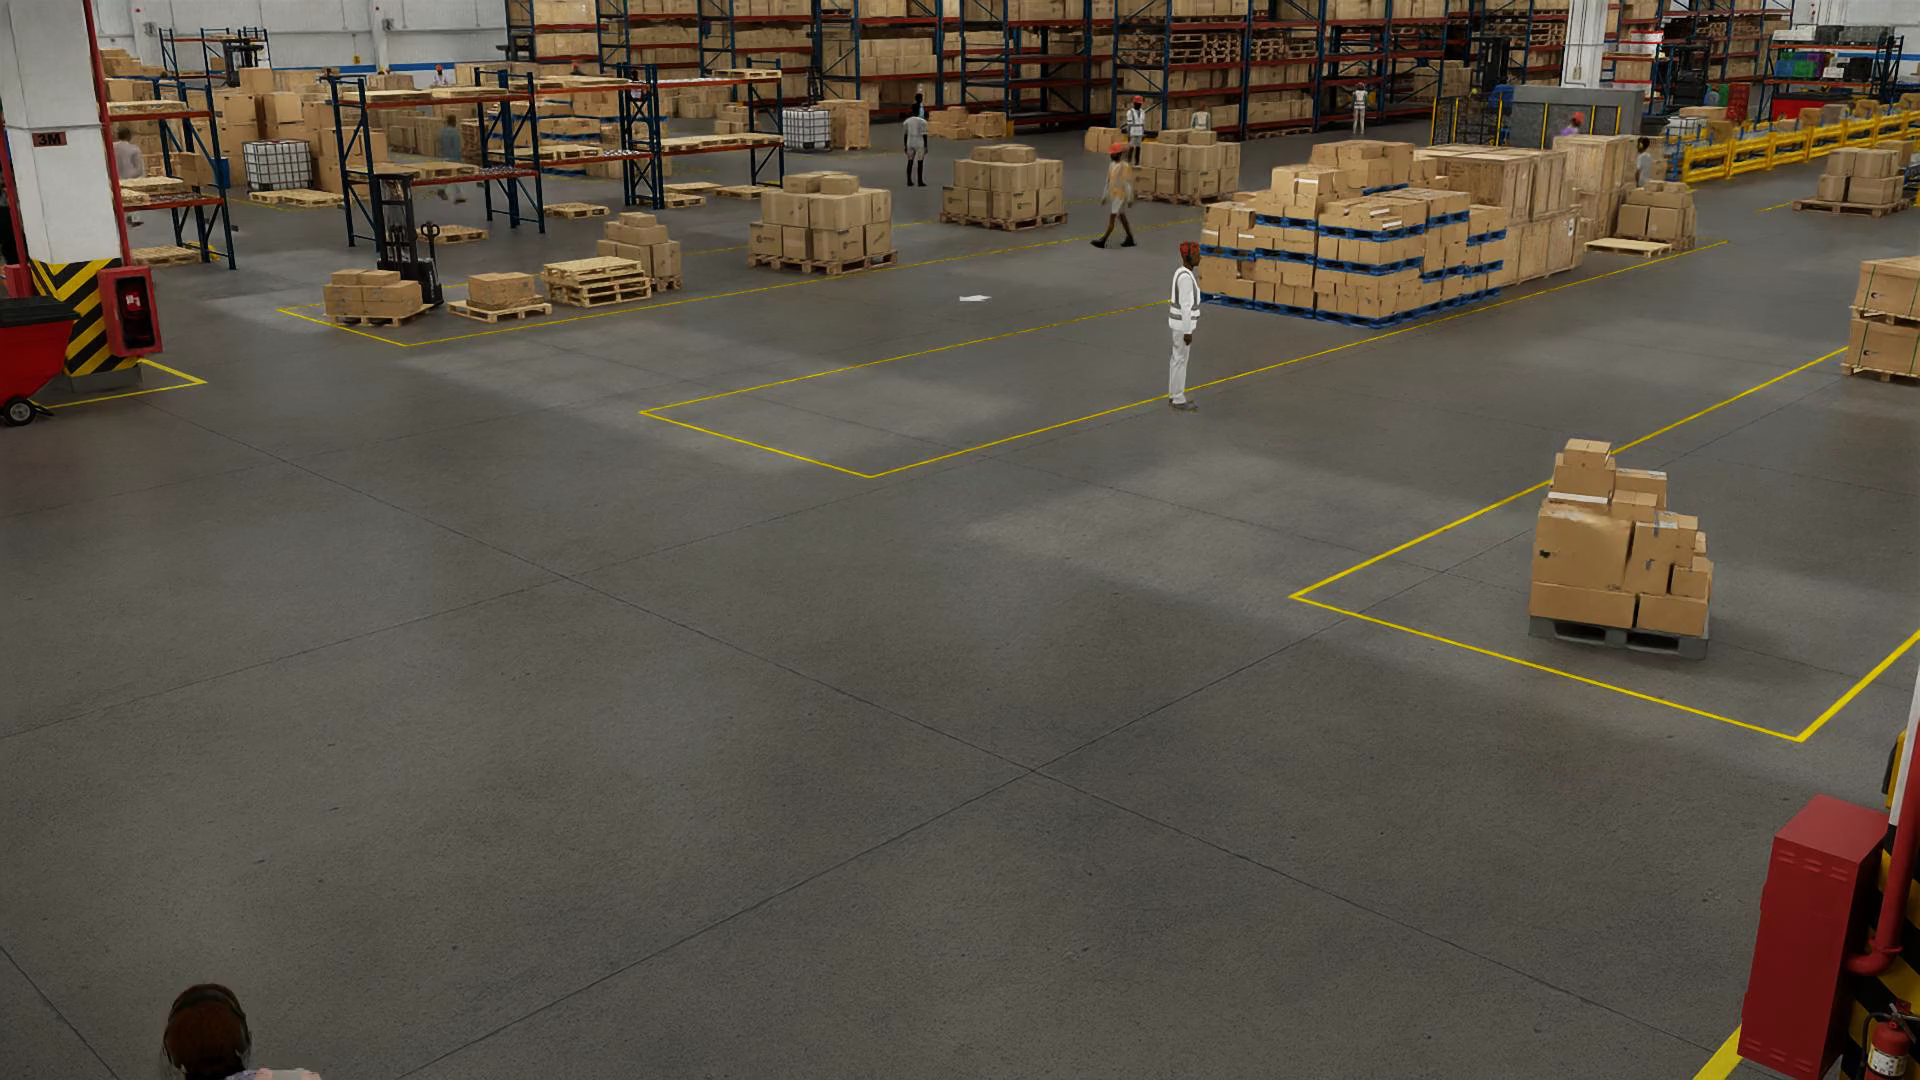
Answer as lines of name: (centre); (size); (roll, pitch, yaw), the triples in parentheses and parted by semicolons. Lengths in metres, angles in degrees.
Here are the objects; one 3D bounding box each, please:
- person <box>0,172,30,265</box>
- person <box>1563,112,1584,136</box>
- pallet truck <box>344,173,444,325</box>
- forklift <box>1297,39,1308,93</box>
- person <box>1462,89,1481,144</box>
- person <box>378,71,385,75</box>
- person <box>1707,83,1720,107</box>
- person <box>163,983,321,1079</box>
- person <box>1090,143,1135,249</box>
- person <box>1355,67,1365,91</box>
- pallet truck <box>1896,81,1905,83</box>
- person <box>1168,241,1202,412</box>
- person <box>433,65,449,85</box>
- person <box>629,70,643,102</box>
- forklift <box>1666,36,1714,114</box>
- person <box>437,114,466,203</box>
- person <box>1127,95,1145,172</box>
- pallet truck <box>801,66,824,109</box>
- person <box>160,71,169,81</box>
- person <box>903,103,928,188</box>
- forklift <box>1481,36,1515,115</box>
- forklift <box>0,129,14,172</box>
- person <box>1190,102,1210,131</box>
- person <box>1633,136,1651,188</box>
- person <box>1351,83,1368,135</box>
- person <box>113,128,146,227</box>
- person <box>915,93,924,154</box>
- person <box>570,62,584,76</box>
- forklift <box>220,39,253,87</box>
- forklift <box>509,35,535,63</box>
person: (-13.974, -4.458, 24.526); (0.849, 2.000, 0.534); (8, 20, 22)
person: (13.830, -8.772, 37.803); (1.031, 1.865, 0.620); (16, 24, 39)
pallet truck: (-8.209, -4.181, 23.757); (0.823, 1.965, 1.885); (3, 19, 9)
forklift: (11.794, -16.396, 59.181); (1.129, 2.768, 1.873); (17, 25, 41)
person: (14.975, -12.328, 48.743); (0.526, 1.721, 0.844); (16, 24, 40)
person: (-19.637, -15.034, 56.702); (0.429, 1.842, 0.630); (7, 20, 21)
person: (24.136, -13.811, 53.357); (0.281, 1.624, 0.493); (-4, 19, -12)
person: (-2.115, 2.154, 4.941); (0.644, 1.822, 0.493); (-4, 19, -13)
person: (2.802, -6.215, 30.071); (1.005, 1.877, 0.567); (-8, 20, -24)
person: (15.379, -17.368, 64.083); (0.505, 1.621, 0.375); (-14, 23, -37)
pallet truck: (34.802, -16.331, 61.455); (0.653, 1.274, 1.630); (17, 25, 41)
person: (2.500, -2.374, 18.493); (0.359, 1.883, 0.573); (1, 18, 3)
person: (-18.689, -16.129, 59.921); (0.575, 1.883, 0.985); (-4, 19, -11)
person: (-10.945, -14.856, 56.059); (0.593, 1.911, 0.383); (-15, 23, -38)
forklift: (27.341, -17.291, 61.877); (1.129, 2.768, 1.873); (17, 25, 41)
person: (-11.143, -8.324, 36.355); (0.632, 1.926, 0.517); (16, 24, 40)
person: (4.528, -10.421, 42.664); (0.548, 1.929, 0.391); (-11, 21, -30)
pallet truck: (-4.812, -15.182, 56.903); (0.823, 1.965, 1.885); (-9, 21, -26)
person: (-25.996, -14.372, 54.563); (0.627, 1.934, 0.371); (-2, 18, -6)
person: (-1.050, -9.347, 39.395); (0.605, 1.958, 0.387); (8, 20, 23)
forklift: (19.973, -17.201, 61.605); (1.873, 2.768, 1.129); (16, 24, 40)
forklift: (-24.027, -10.894, 42.604); (1.129, 2.768, 1.873); (17, 25, 41)
person: (6.477, -10.969, 44.821); (0.524, 1.606, 0.829); (-1, 18, -3)
person: (12.883, -6.757, 31.752); (0.550, 1.847, 0.653); (-16, 24, -40)
person: (12.867, -13.895, 53.586); (0.511, 1.639, 0.308); (3, 19, 10)
person: (-16.372, -7.160, 32.846); (0.664, 1.923, 0.485); (2, 18, 6)
person: (-1.190, -11.845, 47.331); (0.322, 1.689, 0.530); (7, 20, 19)
person: (-14.158, -16.564, 61.136); (0.992, 1.943, 0.635); (12, 22, 33)
forklift: (-25.485, -16.302, 58.898); (1.873, 2.768, 1.129); (17, 25, 41)
forklift: (-16.798, -18.035, 64.120); (1.873, 2.768, 1.129); (17, 25, 41)
